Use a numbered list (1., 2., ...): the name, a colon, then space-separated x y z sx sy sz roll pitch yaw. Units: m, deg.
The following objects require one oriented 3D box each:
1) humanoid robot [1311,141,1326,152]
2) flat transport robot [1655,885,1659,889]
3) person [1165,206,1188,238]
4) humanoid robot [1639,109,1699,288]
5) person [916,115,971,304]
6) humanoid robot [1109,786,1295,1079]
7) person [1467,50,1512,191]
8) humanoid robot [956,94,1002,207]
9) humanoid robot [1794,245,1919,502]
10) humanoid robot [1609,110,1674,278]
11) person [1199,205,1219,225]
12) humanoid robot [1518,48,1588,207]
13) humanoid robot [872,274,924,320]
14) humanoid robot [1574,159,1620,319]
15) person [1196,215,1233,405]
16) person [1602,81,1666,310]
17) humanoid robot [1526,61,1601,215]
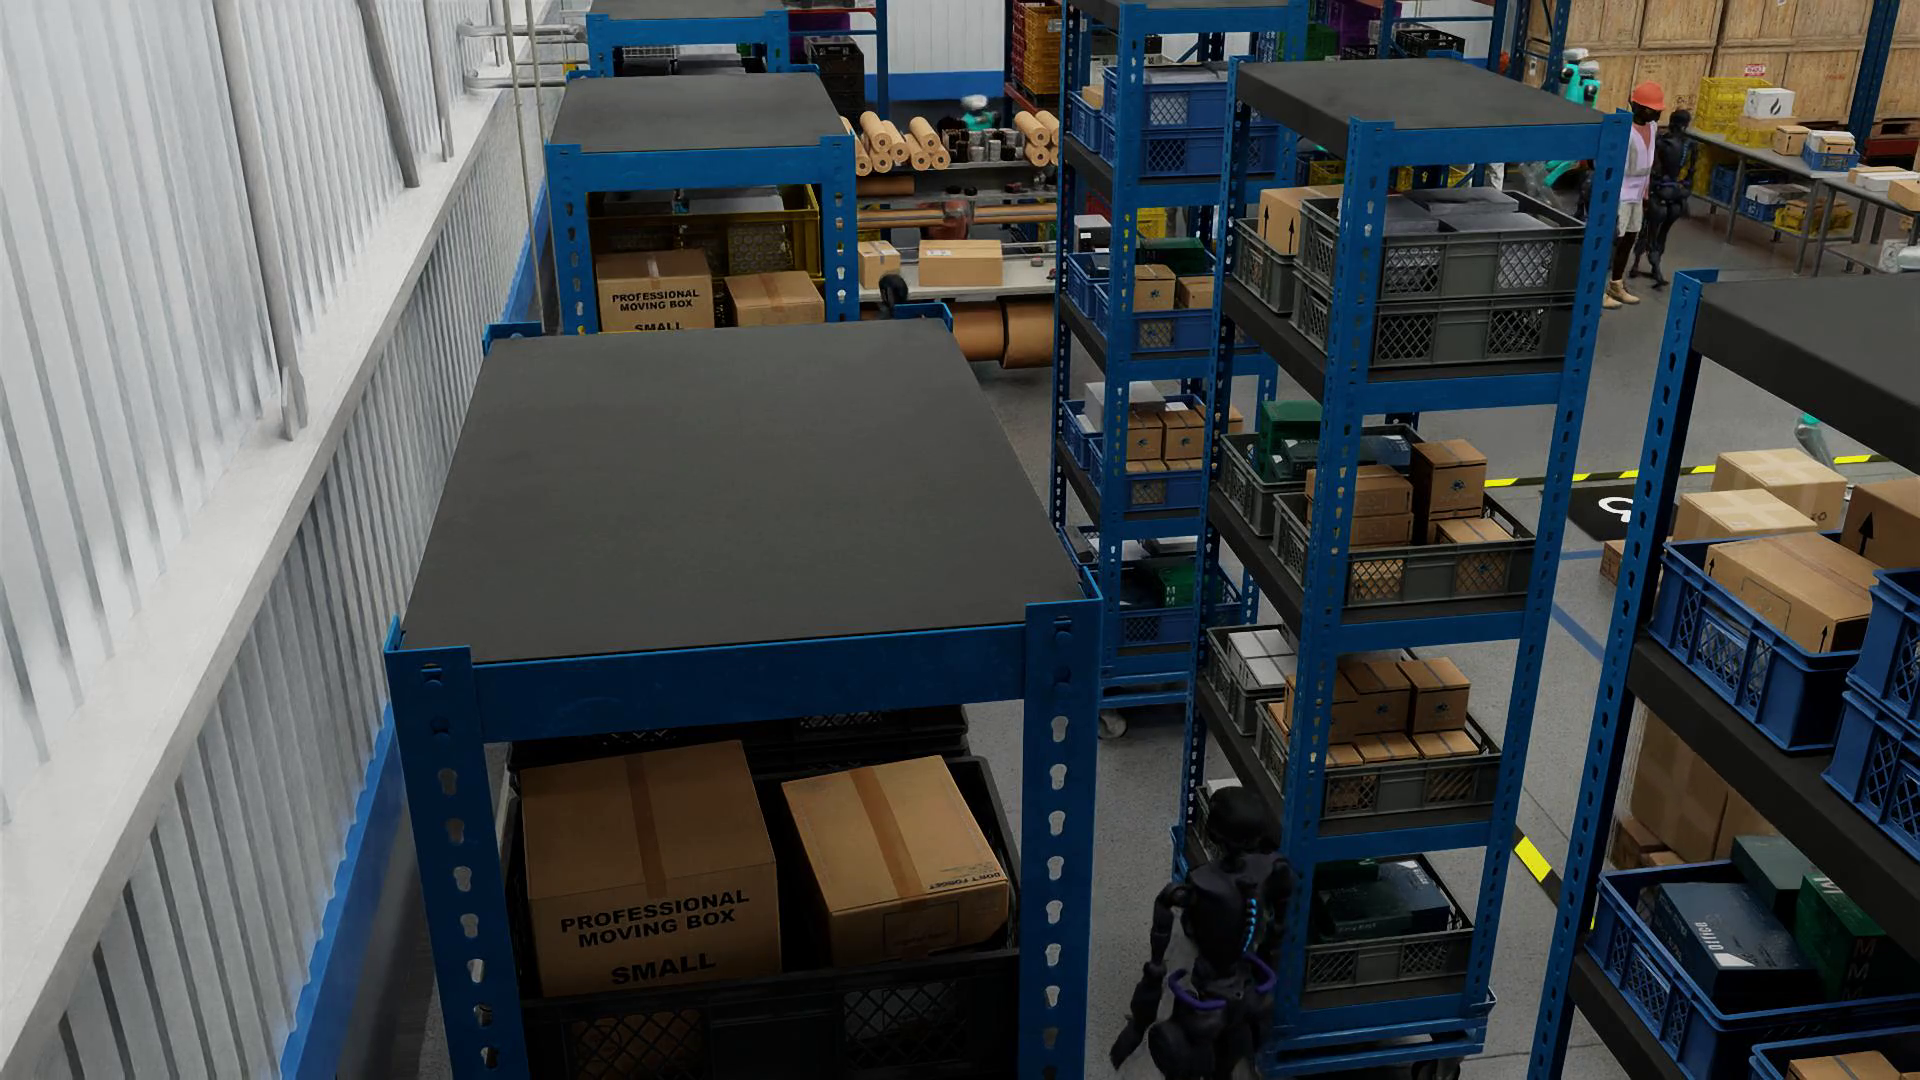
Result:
1. humanoid robot: 4.077 -4.510 18.362 0.530 1.792 0.791 4 25 9
2. flat transport robot: 3.427 1.613 6.758 0.652 0.197 1.431 -4 25 -8
3. person: 2.121 -3.543 16.138 0.587 1.823 0.403 18 30 34
4. humanoid robot: 6.610 -3.195 15.599 0.603 1.660 0.597 -8 26 -16
5. person: -0.116 -2.513 13.741 0.386 1.958 0.601 21 32 38
6. humanoid robot: 0.804 1.530 5.286 0.602 1.651 0.422 -12 27 -25
7. person: 5.527 -4.144 17.375 0.575 1.882 0.355 4 25 9
8. humanoid robot: 0.030 -3.456 16.070 0.569 1.768 0.911 -11 27 -22
9. humanoid robot: 5.774 -1.104 10.781 0.735 1.677 0.533 14 28 28
10. humanoid robot: 6.499 -3.350 15.887 0.586 1.645 0.336 12 27 24
11. person: 2.431 -3.391 15.788 0.429 1.841 0.632 -9 26 -19
12. humanoid robot: 6.494 -4.552 18.399 0.681 1.767 0.530 22 32 39
13. humanoid robot: -0.425 -0.917 10.616 0.356 1.635 0.610 21 32 38
14. humanoid robot: 5.464 -2.575 14.220 0.468 1.644 0.616 -5 25 -10
15. person: 1.668 -1.266 11.155 0.367 1.852 0.594 -3 25 -6
16. person: 5.988 -3.072 14.876 0.616 2.029 0.402 -19 31 -35
17. humanoid robot: 6.271 -4.161 17.641 0.835 1.808 0.572 5 25 11
